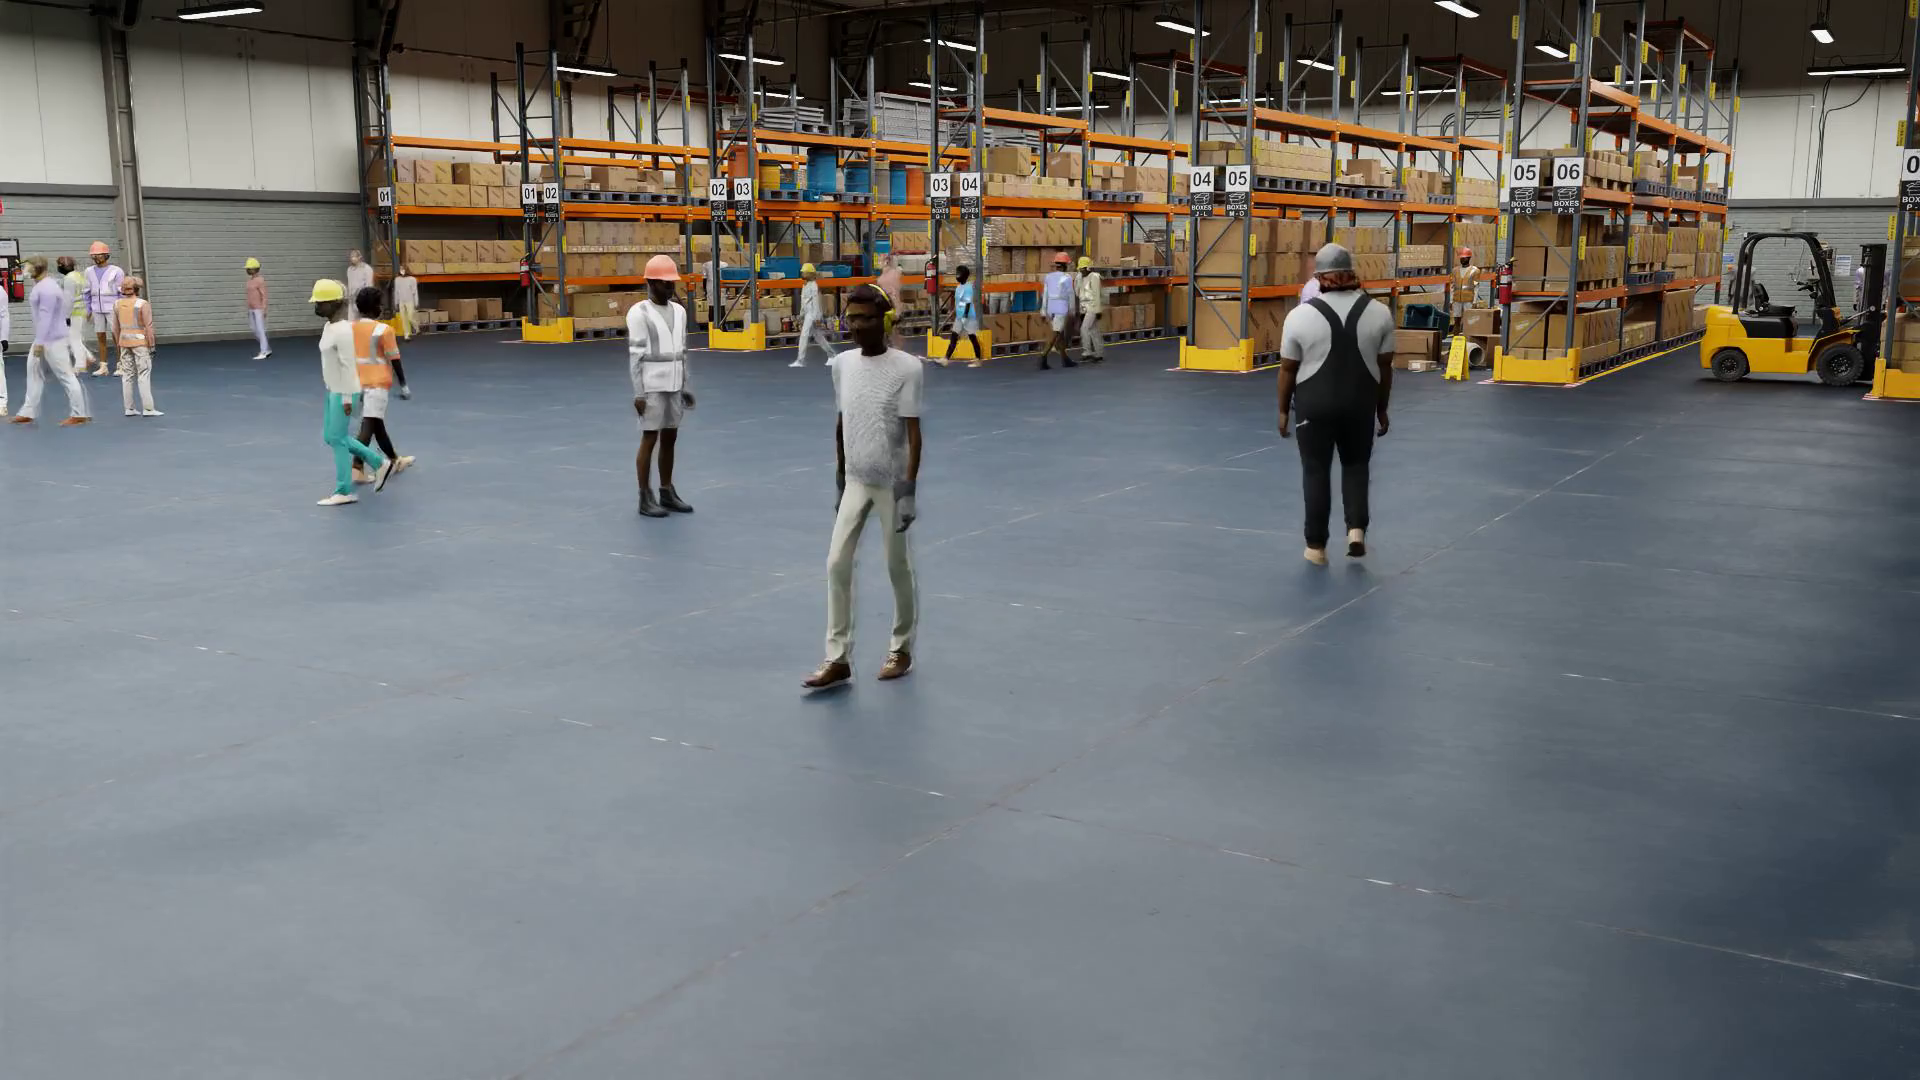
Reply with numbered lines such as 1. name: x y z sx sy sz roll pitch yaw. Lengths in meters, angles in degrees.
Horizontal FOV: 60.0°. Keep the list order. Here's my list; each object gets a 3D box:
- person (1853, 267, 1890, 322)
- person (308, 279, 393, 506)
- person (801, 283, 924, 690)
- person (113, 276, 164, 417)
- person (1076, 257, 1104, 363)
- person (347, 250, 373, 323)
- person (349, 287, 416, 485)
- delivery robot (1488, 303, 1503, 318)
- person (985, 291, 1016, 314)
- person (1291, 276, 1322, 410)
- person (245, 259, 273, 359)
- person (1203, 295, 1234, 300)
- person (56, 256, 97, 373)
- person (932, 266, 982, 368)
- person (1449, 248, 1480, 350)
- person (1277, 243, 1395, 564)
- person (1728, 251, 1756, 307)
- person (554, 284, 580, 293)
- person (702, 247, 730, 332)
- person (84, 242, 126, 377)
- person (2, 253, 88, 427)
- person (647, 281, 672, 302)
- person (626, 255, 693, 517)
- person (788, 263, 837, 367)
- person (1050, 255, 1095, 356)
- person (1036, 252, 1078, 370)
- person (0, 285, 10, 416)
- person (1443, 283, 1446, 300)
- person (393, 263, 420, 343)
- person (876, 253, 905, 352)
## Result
1. person: 17.260 -4.553 31.540 0.580 1.919 0.397 5 11 27
2. person: -4.753 -1.147 12.906 0.521 1.746 0.529 -6 12 -29
3. person: -0.421 -0.224 7.503 0.549 1.837 0.825 5 11 28
4. person: -9.635 -2.254 19.444 0.522 1.636 0.310 3 10 15
5. person: 2.165 -3.878 28.117 0.631 1.785 0.611 -1 10 -5
6. person: -12.101 -4.863 33.395 0.657 1.862 0.947 4 11 20
7. person: -4.941 -1.320 14.153 0.546 1.643 0.886 5 11 25
8. delivery robot: 12.993 -5.521 40.510 0.707 0.478 0.477 0 10 -2
9. person: 0.798 -4.817 33.001 0.623 1.931 0.365 0 10 2
10. person: 4.447 -2.494 20.176 0.958 1.857 0.649 -2 10 -10
11. person: -12.296 -4.048 29.217 0.555 1.750 0.531 8 13 38
12. person: 4.706 -4.397 30.344 0.606 2.035 0.405 6 12 29
13. person: -13.876 -3.520 26.005 0.439 1.823 0.651 -3 11 -19
14. person: -0.013 -3.582 26.811 0.843 1.648 0.552 -4 11 -23
15. person: 9.454 -4.511 31.243 0.551 1.936 0.356 8 13 38
16. person: 2.337 -0.854 10.470 0.706 2.000 0.536 0 10 1
17. person: 16.300 -5.074 34.648 0.503 1.850 0.579 6 12 31
18. person: -8.728 -5.417 36.551 0.613 1.847 0.910 7 12 33
19. person: -5.414 -5.549 36.980 0.612 1.962 0.361 0 10 2
20. person: -12.997 -3.499 25.284 0.615 2.043 0.373 0 10 1
21. person: -10.082 -2.163 18.170 0.919 1.898 0.652 -8 13 -37
22. person: -5.943 -4.655 32.933 0.494 1.624 0.280 -3 11 -18
23. person: -2.211 -1.145 12.396 0.376 1.935 0.550 7 12 33
24. person: -2.403 -3.707 27.387 0.873 1.707 0.478 -4 11 -20
25. person: 2.040 -4.178 29.751 0.917 1.801 0.523 3 11 18
26. person: 1.561 -3.695 26.827 1.009 1.890 0.551 -9 14 -42
27. person: -11.445 -2.354 19.432 0.633 1.841 0.429 0 10 -2
28. person: 12.178 -6.331 41.578 0.904 1.902 0.554 8 13 38
29. person: -11.277 -4.826 33.905 0.509 1.625 0.391 3 11 16
30. person: -1.281 -3.690 26.836 0.981 1.859 0.675 -3 11 -18
